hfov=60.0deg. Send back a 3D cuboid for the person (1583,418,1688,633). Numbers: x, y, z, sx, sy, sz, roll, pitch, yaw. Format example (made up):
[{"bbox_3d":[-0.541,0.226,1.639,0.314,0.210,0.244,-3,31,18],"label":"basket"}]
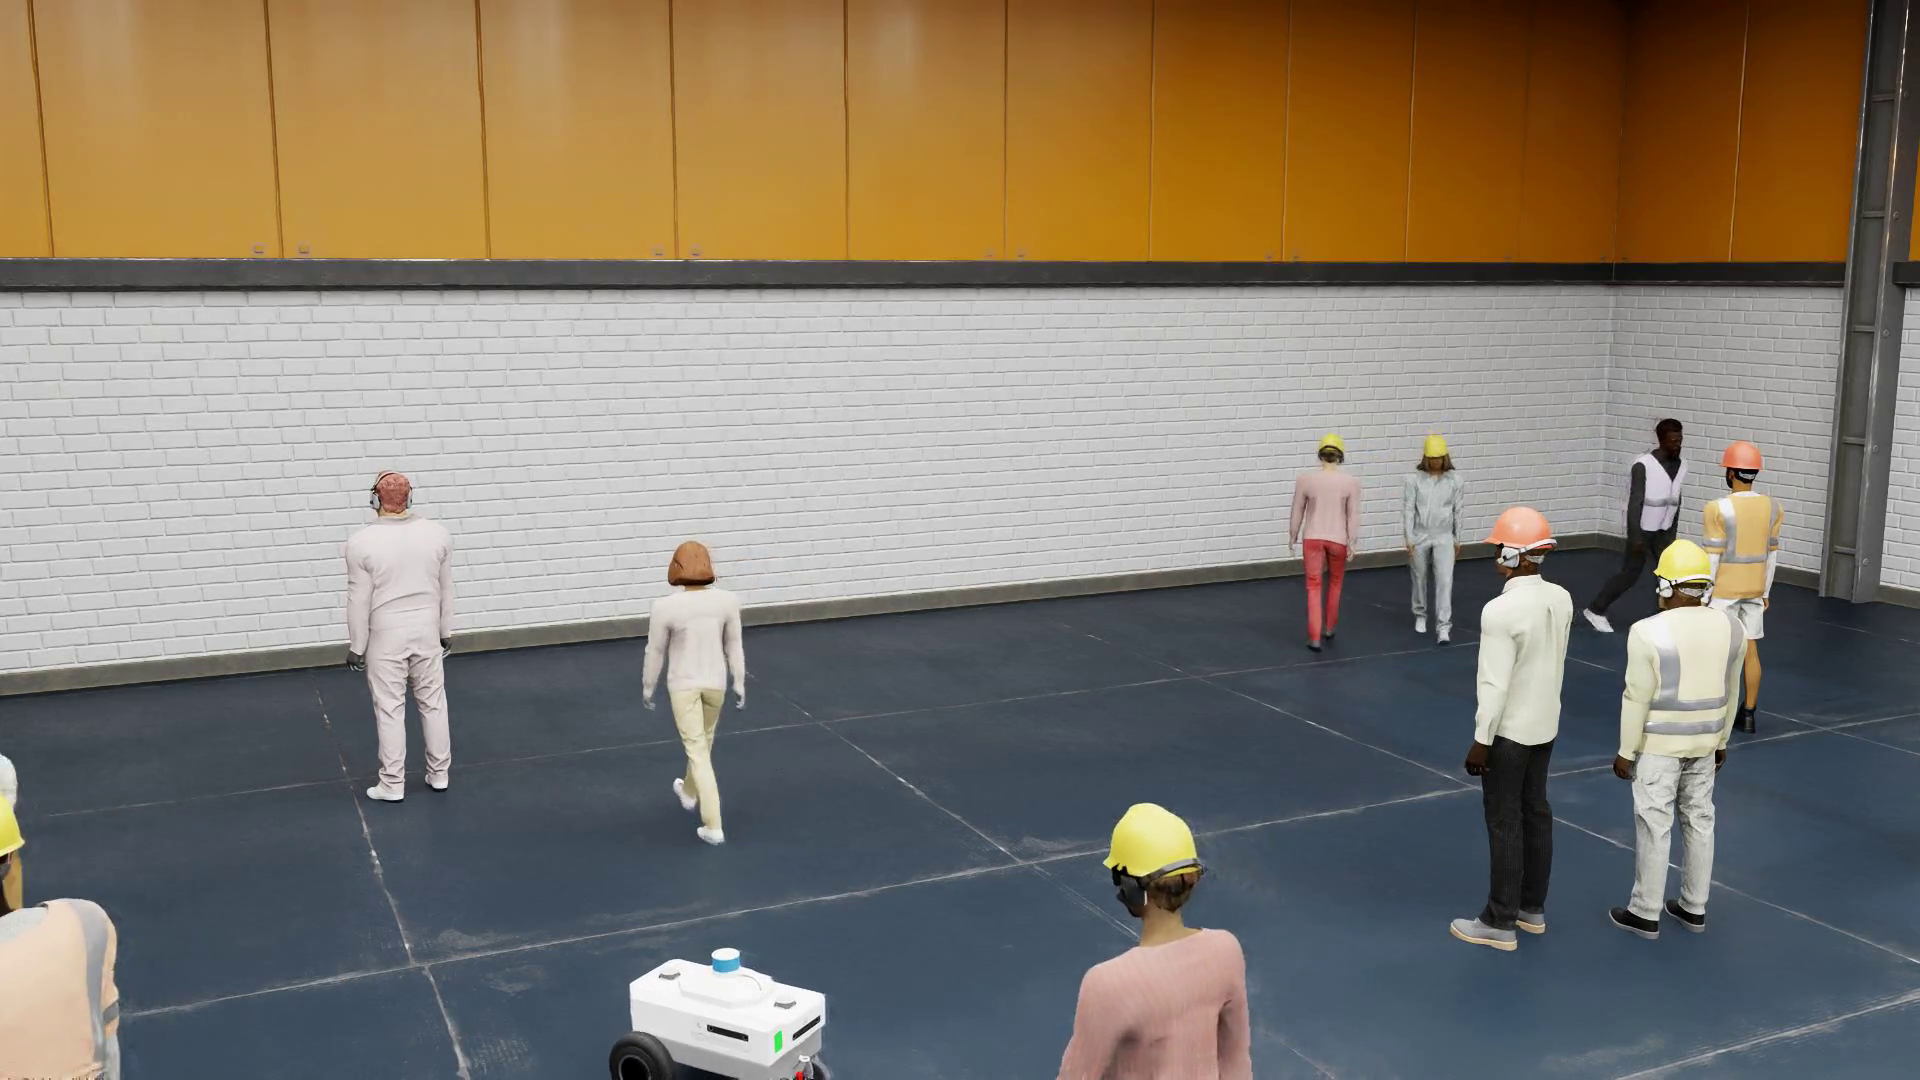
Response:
[{"bbox_3d":[5.653,-0.088,13.685,0.645,1.869,0.976,-5,10,-26],"label":"person"}]

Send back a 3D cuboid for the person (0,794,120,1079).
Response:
[{"bbox_3d":[-2.110,1.478,3.811,0.763,1.908,0.587,4,10,24],"label":"person"}]

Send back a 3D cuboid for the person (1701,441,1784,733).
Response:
[{"bbox_3d":[5.064,0.321,10.899,0.545,1.938,0.361,-2,9,-13],"label":"person"}]

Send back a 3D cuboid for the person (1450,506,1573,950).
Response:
[{"bbox_3d":[2.495,0.841,7.495,0.613,1.994,0.382,-8,12,-41],"label":"person"}]

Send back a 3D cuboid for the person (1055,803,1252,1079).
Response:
[{"bbox_3d":[0.426,1.508,4.174,0.526,1.733,0.780,-9,13,-43],"label":"person"}]

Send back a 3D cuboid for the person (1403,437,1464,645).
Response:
[{"bbox_3d":[3.892,-0.008,13.705,0.485,1.686,0.919,2,9,11],"label":"person"}]

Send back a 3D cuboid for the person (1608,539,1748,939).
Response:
[{"bbox_3d":[3.250,0.907,7.586,0.590,1.833,0.404,-2,9,-15],"label":"person"}]

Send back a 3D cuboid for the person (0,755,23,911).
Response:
[{"bbox_3d":[-3.262,1.268,5.366,0.507,1.832,0.430,-1,9,-9],"label":"person"}]

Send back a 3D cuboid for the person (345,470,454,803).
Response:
[{"bbox_3d":[-3.224,0.550,9.564,0.639,1.911,0.406,-9,13,-43],"label":"person"}]

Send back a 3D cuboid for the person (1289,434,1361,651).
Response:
[{"bbox_3d":[2.961,0.001,13.531,0.544,1.719,0.824,1,9,8],"label":"person"}]

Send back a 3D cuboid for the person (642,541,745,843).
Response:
[{"bbox_3d":[-1.463,0.791,9.035,0.522,1.581,0.843,-6,11,-32],"label":"person"}]

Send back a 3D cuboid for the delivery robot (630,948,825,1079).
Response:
[{"bbox_3d":[-0.850,1.739,6.083,0.707,0.478,0.477,5,10,28],"label":"delivery robot"}]
